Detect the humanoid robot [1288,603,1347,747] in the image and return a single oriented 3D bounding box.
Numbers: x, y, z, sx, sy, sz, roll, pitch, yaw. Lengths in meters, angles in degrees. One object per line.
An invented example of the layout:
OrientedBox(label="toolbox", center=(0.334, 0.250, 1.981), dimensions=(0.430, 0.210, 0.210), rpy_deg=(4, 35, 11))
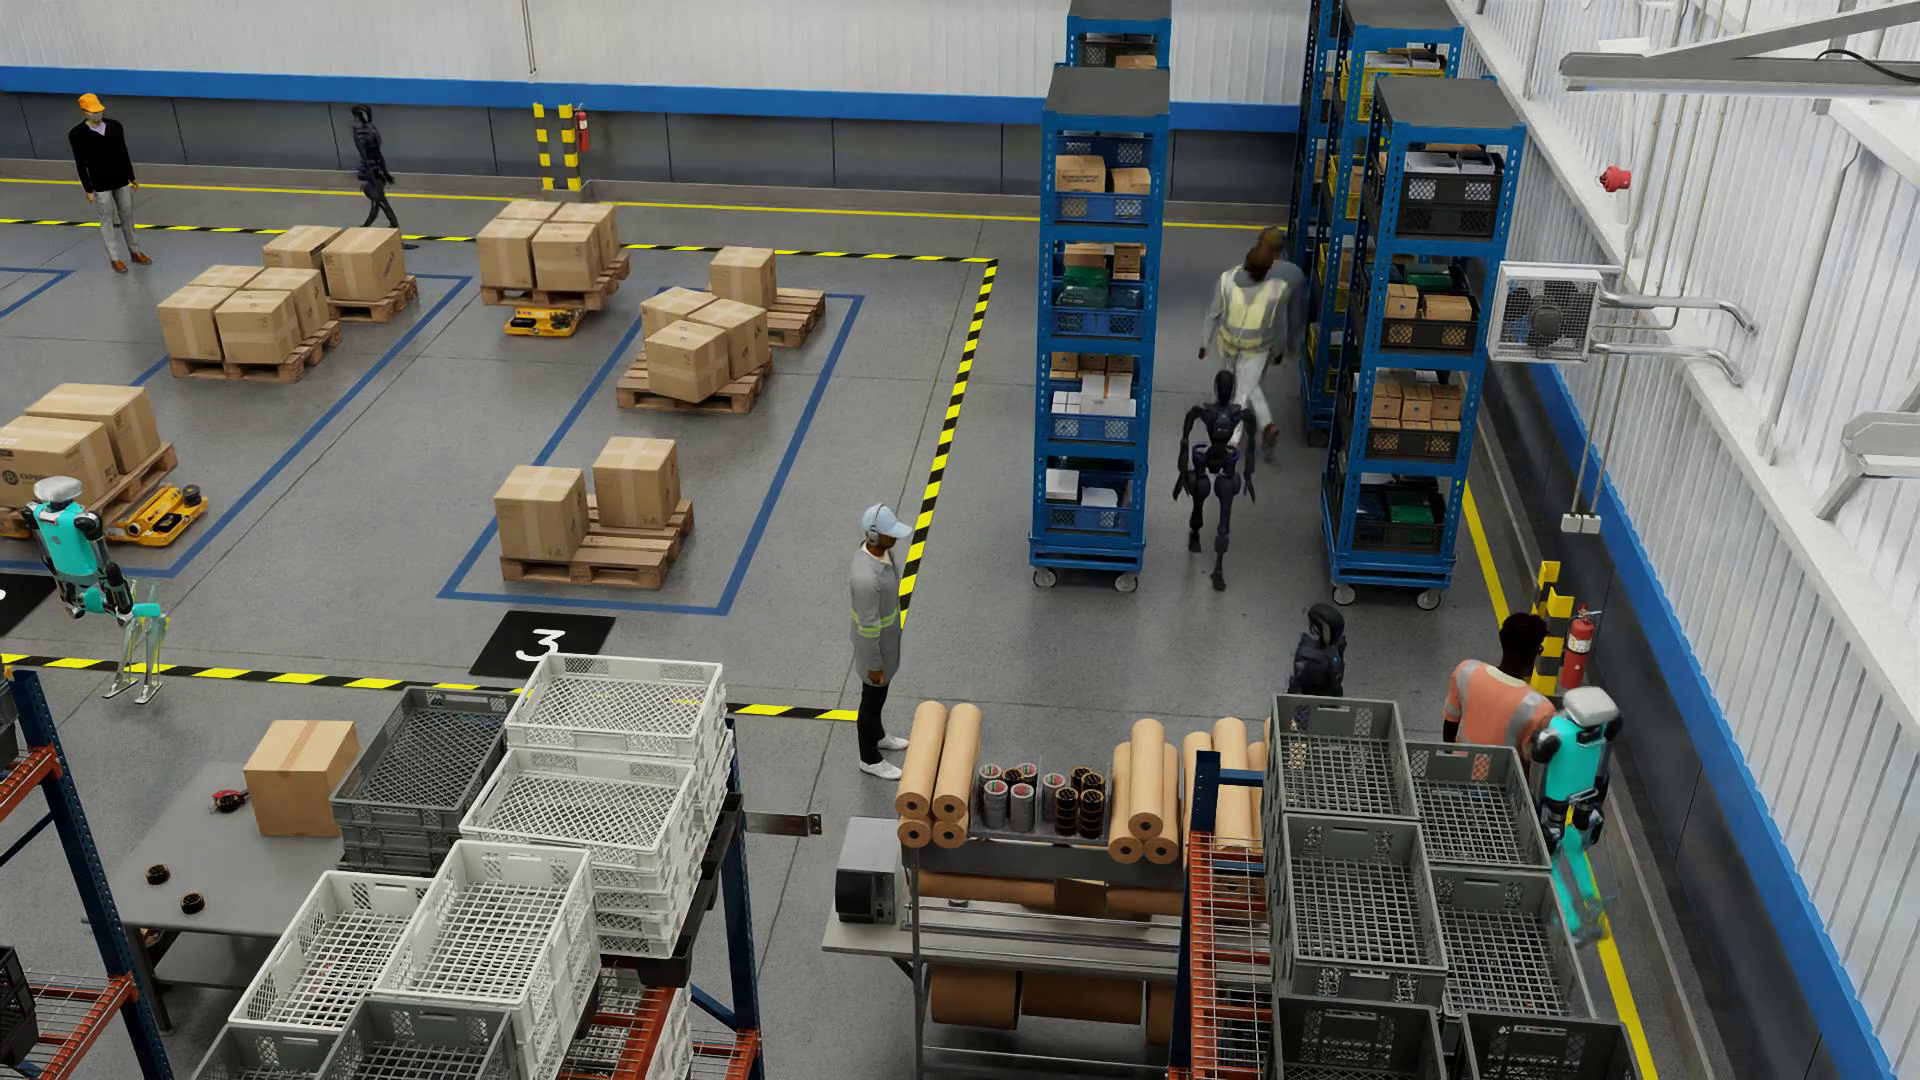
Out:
OrientedBox(label="humanoid robot", center=(1.985, 1.072, 9.425), dimensions=(0.313, 1.652, 0.613), rpy_deg=(24, 38, 35))

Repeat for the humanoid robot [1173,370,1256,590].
OrientedBox(label="humanoid robot", center=(1.871, -0.500, 12.190), dimensions=(0.602, 1.635, 0.795), rpy_deg=(1, 30, 1))

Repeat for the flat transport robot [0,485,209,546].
OrientedBox(label="flat transport robot", center=(-6.750, -0.236, 13.052), dimensions=(1.431, 0.197, 0.652), rpy_deg=(3, 30, 6))

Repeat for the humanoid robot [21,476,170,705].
OrientedBox(label="humanoid robot", center=(-5.413, 0.251, 10.648), dimensions=(0.533, 1.677, 0.735), rpy_deg=(9, 31, 15))

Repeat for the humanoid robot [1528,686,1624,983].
OrientedBox(label="humanoid robot", center=(3.163, 1.589, 8.425), dimensions=(0.530, 1.742, 0.683), rpy_deg=(-14, 33, -22))

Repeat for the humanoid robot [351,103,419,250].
OrientedBox(label="humanoid robot", center=(-6.415, -3.943, 18.103), dimensions=(0.756, 1.651, 0.589), rpy_deg=(-2, 30, -3))

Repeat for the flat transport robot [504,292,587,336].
OrientedBox(label="flat transport robot", center=(-4.061, -2.437, 16.831), dimensions=(0.652, 0.197, 1.431), rpy_deg=(3, 30, 6))

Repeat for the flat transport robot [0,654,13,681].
OrientedBox(label="flat transport robot", center=(-7.142, 0.969, 11.010), dimensions=(1.431, 0.231, 0.659), rpy_deg=(3, 30, 6))

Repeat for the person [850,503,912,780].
OrientedBox(label="person", center=(-0.467, 0.598, 10.073), dimensions=(0.386, 1.850, 0.599), rpy_deg=(3, 30, 4))

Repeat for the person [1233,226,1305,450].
OrientedBox(label="person", center=(2.563, -1.690, 13.949), dimensions=(0.630, 1.904, 0.835), rpy_deg=(-10, 32, -16))

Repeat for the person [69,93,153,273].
OrientedBox(label="person", center=(-8.964, -3.772, 17.547), dimensions=(0.380, 1.882, 0.589), rpy_deg=(19, 35, 29))

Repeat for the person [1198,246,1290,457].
OrientedBox(label="person", center=(2.354, -1.606, 13.930), dimensions=(0.681, 1.780, 0.953), rpy_deg=(13, 33, 22))

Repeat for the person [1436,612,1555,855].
OrientedBox(label="person", center=(2.826, 1.241, 8.856), dimensions=(0.368, 1.964, 0.607), rpy_deg=(-22, 37, -33))
